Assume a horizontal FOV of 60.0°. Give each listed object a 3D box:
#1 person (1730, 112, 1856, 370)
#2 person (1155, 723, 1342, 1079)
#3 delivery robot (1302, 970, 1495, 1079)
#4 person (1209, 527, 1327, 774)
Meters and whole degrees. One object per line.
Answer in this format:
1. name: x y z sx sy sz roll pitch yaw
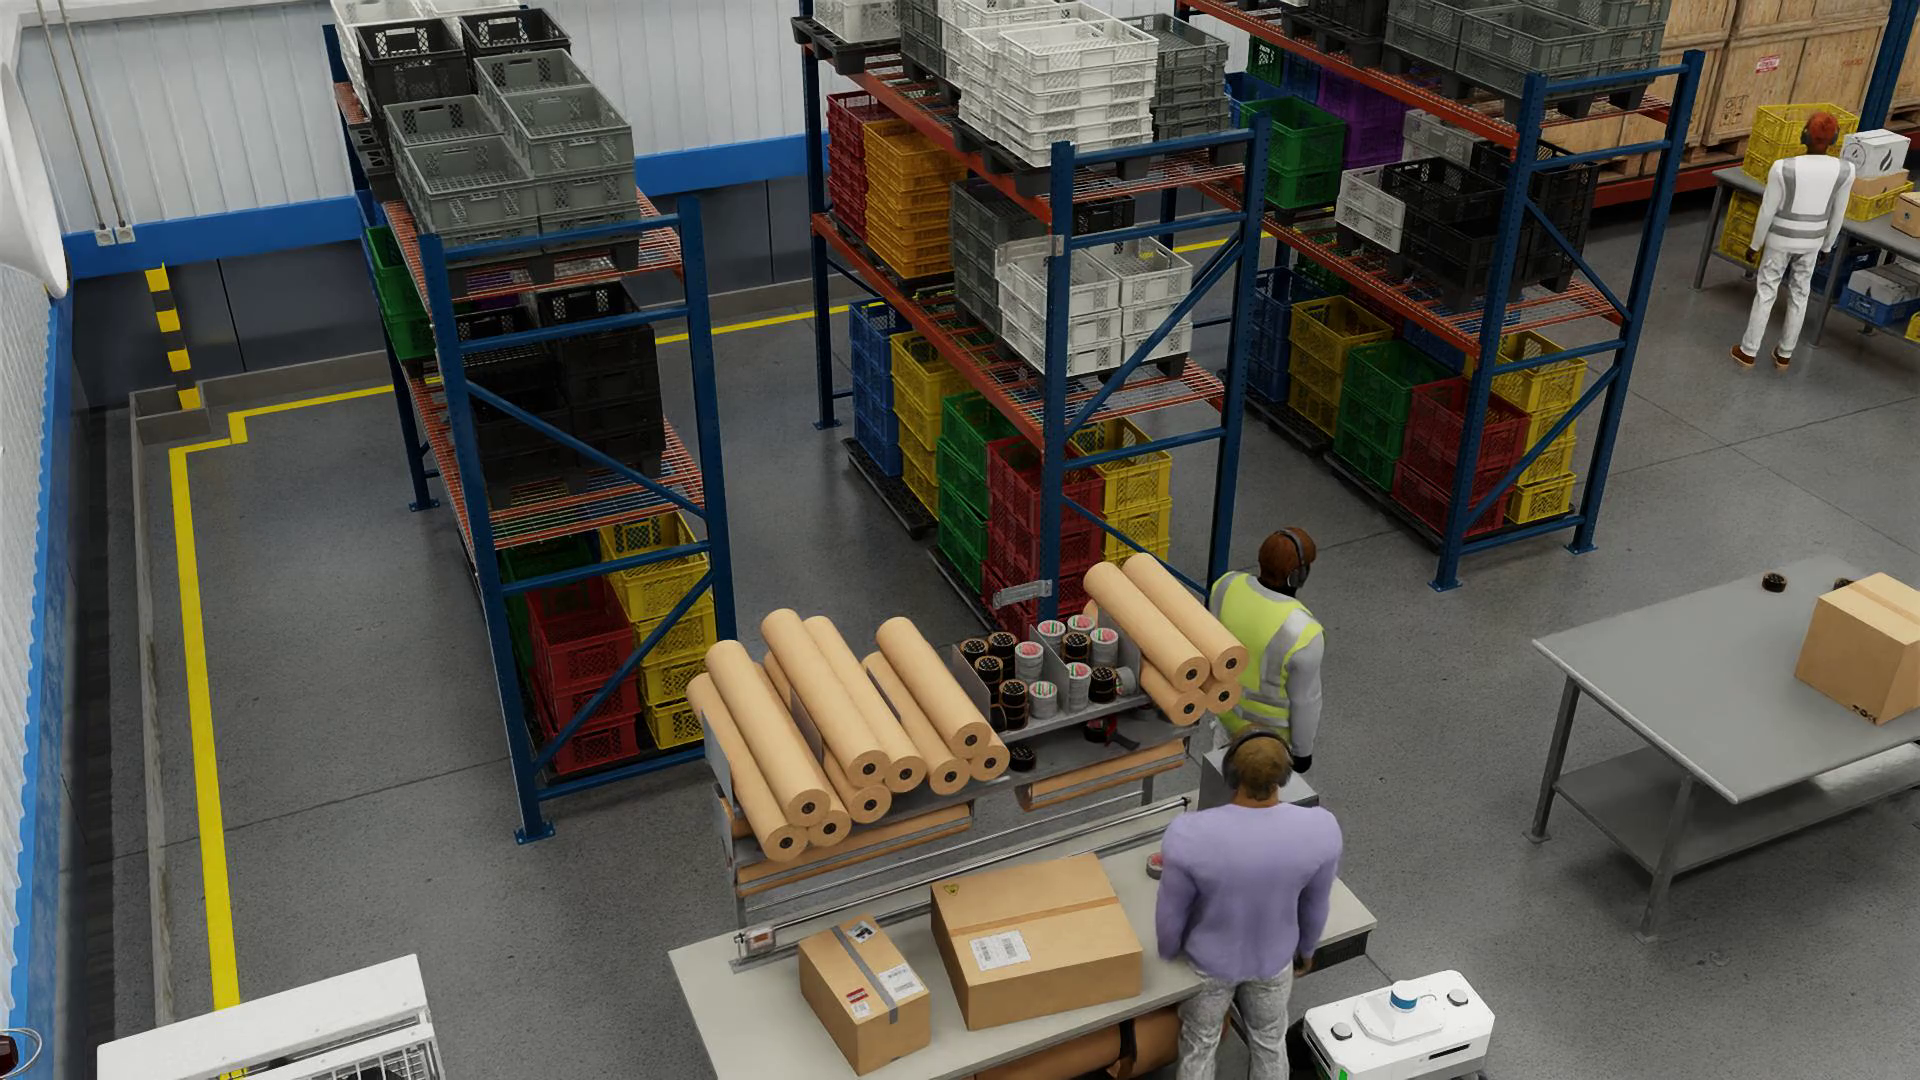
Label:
1. person: 5.927 -2.111 11.848 0.573 1.883 0.356 4 32 7
2. person: 0.998 1.475 5.983 0.628 1.930 0.370 -3 32 -5
3. delivery robot: 1.702 1.920 6.471 0.707 0.478 0.477 -10 33 -16
4. person: 1.321 0.759 7.237 0.430 1.836 0.629 -19 37 -28
